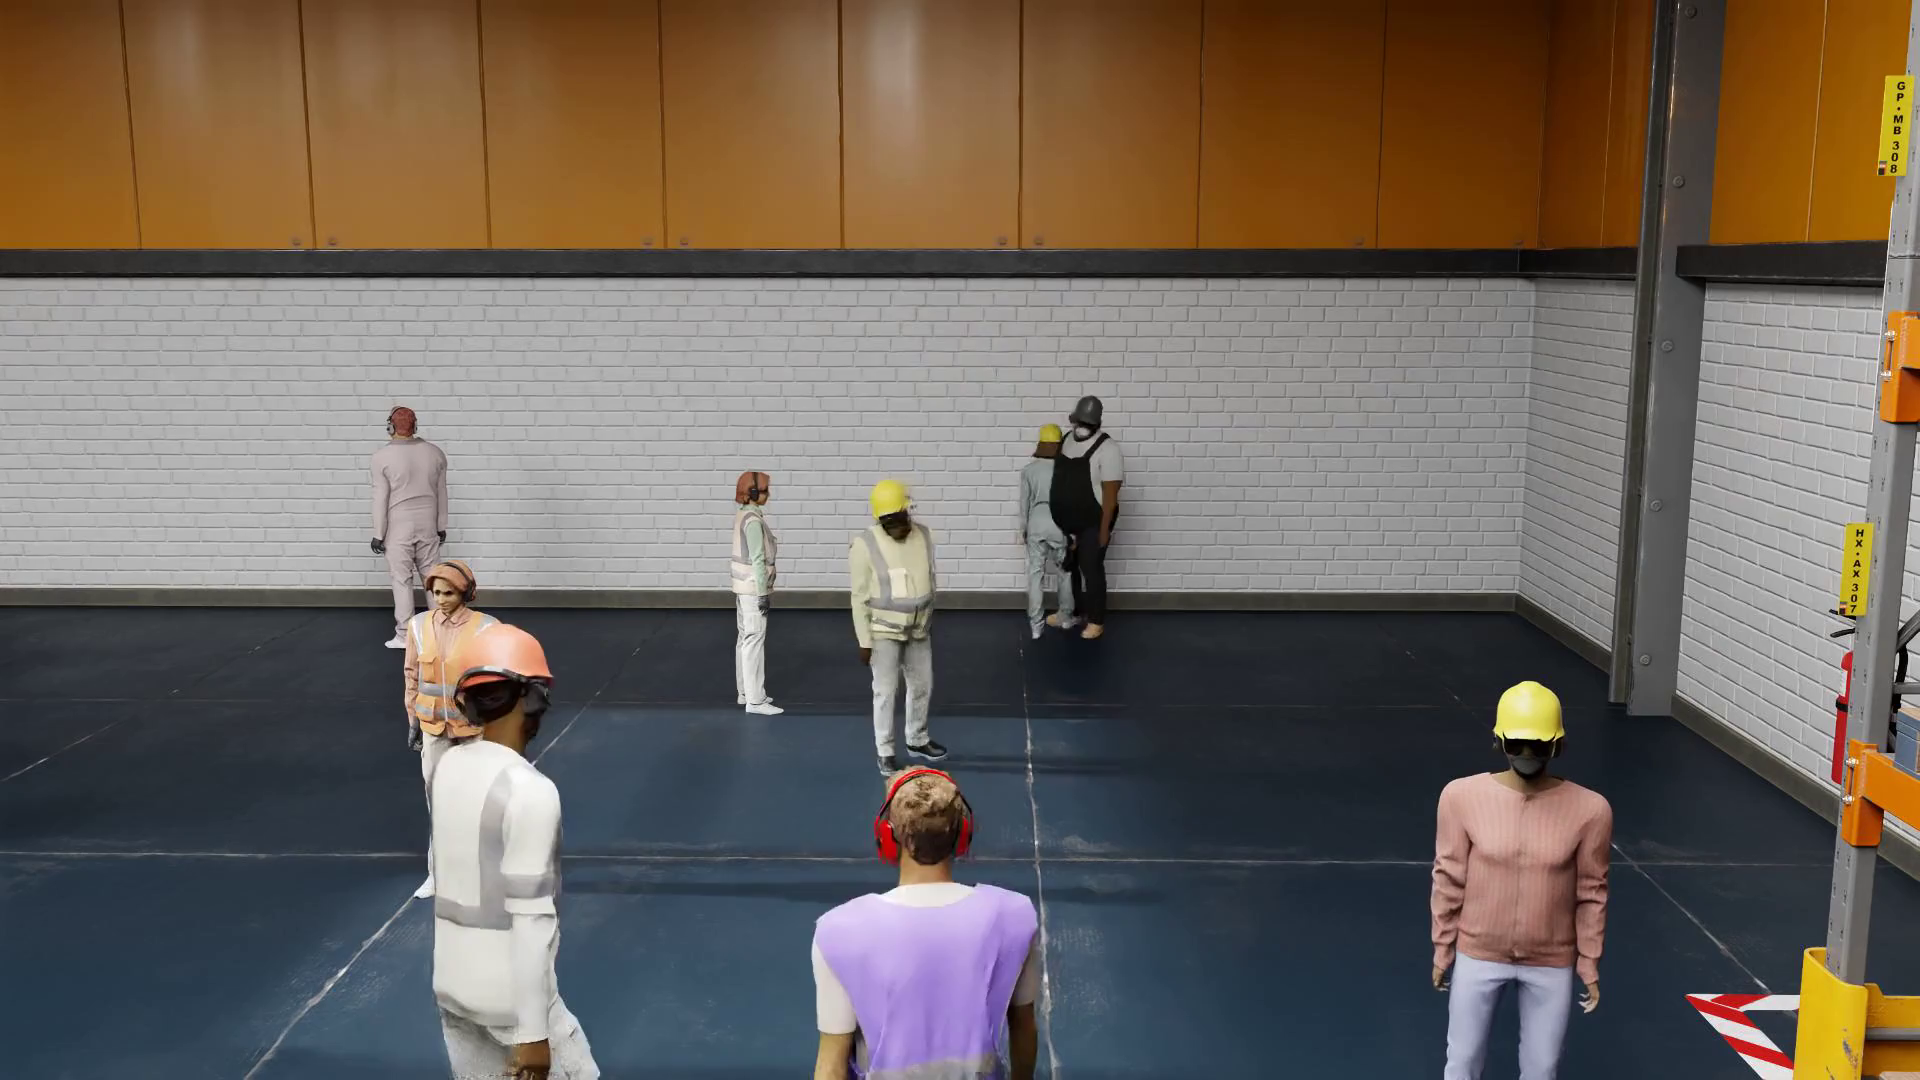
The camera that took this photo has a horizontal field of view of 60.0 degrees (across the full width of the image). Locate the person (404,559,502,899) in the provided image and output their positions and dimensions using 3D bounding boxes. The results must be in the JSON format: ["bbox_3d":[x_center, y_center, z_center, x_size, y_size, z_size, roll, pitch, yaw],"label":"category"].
[{"bbox_3d":[-2.381,0.898,7.895,0.513,1.640,0.309,1,10,8],"label":"person"}]

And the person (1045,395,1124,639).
[{"bbox_3d":[0.973,-0.216,13.365,0.565,2.000,0.754,-8,12,-39],"label":"person"}]

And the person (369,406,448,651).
[{"bbox_3d":[-4.327,-0.094,13.035,0.400,1.907,0.645,9,13,42],"label":"person"}]

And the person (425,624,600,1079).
[{"bbox_3d":[-1.284,1.246,4.721,0.655,2.000,0.612,9,13,42],"label":"person"}]

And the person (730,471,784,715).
[{"bbox_3d":[-1.382,0.352,11.171,0.307,1.638,0.512,-3,10,-18],"label":"person"}]

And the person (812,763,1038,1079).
[{"bbox_3d":[-0.110,1.433,4.168,0.604,1.802,0.904,-3,10,-16],"label":"person"}]

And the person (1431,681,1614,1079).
[{"bbox_3d":[1.722,1.293,5.145,0.526,1.768,0.330,2,10,15],"label":"person"}]

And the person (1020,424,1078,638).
[{"bbox_3d":[0.757,-0.092,13.582,0.514,1.717,0.736,3,10,18],"label":"person"}]

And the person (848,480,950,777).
[{"bbox_3d":[-0.365,0.513,9.766,0.646,1.787,0.460,-7,12,-36],"label":"person"}]
